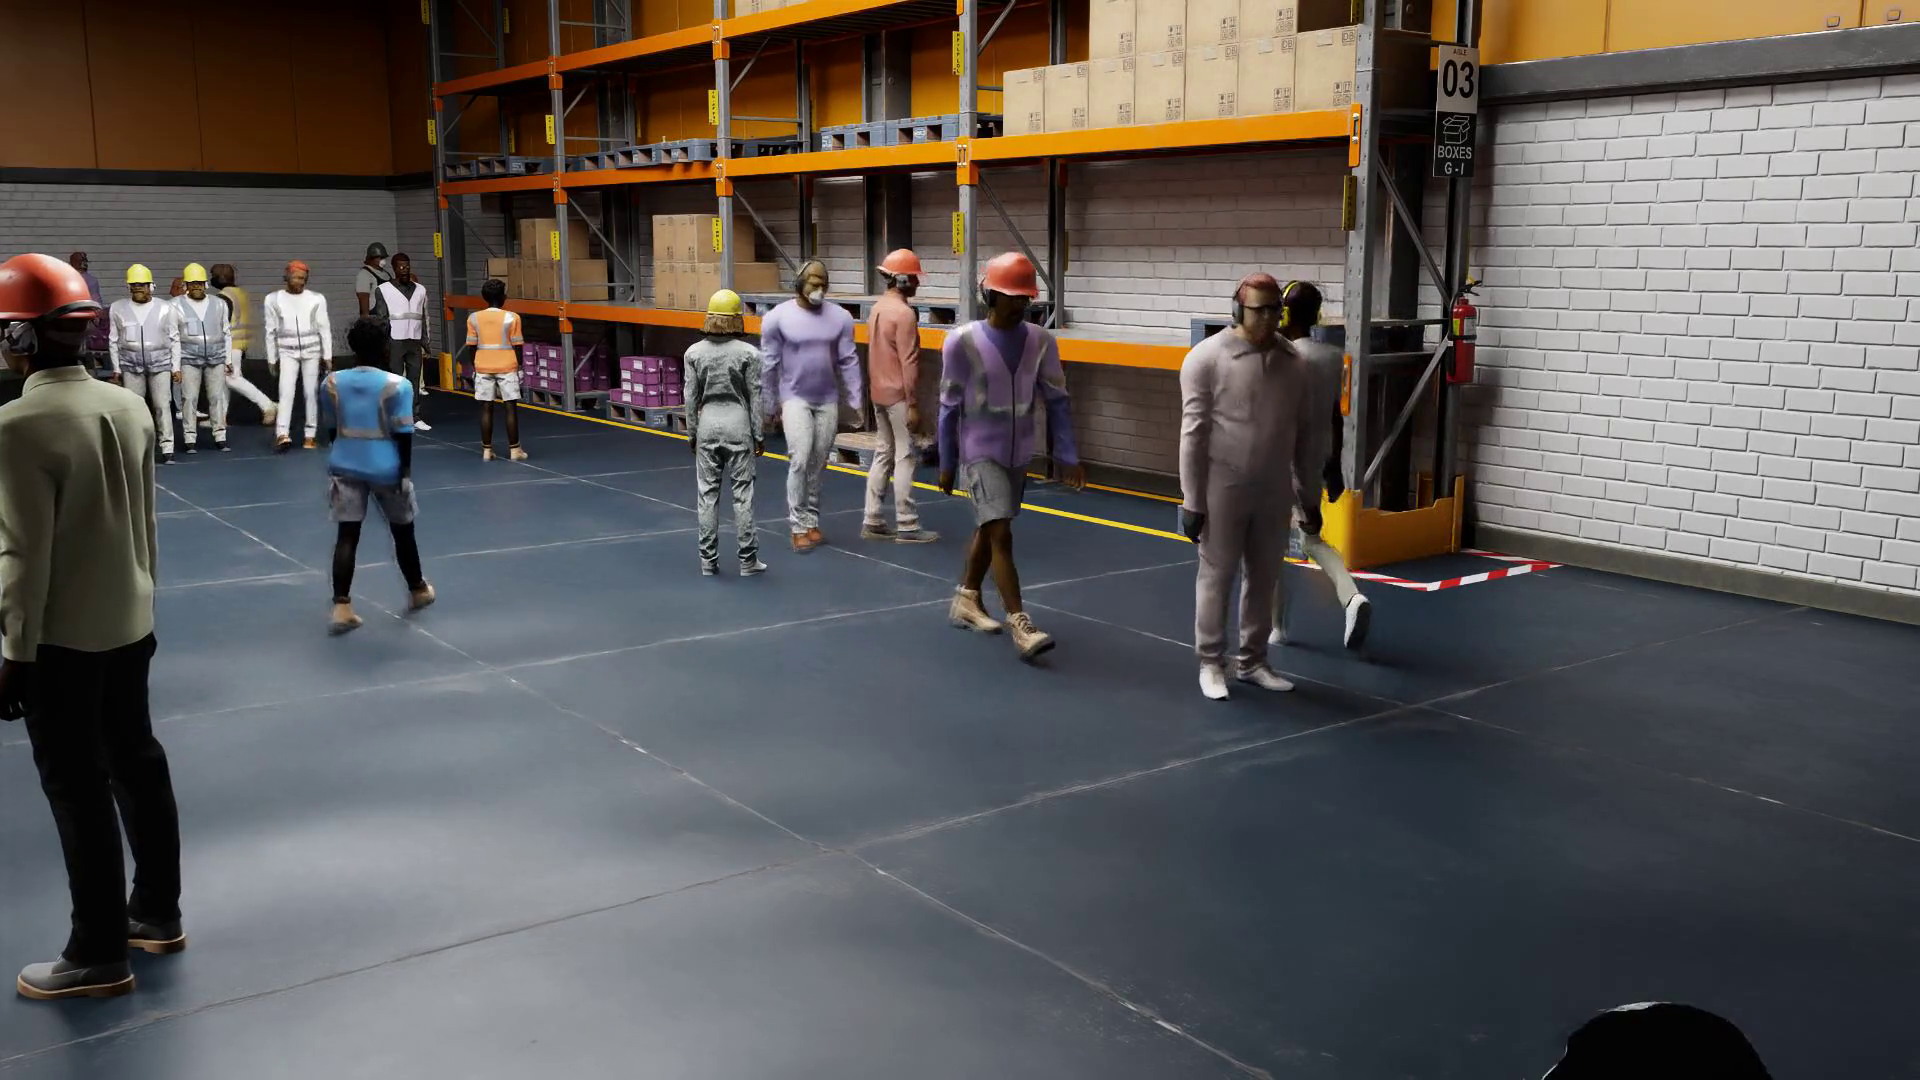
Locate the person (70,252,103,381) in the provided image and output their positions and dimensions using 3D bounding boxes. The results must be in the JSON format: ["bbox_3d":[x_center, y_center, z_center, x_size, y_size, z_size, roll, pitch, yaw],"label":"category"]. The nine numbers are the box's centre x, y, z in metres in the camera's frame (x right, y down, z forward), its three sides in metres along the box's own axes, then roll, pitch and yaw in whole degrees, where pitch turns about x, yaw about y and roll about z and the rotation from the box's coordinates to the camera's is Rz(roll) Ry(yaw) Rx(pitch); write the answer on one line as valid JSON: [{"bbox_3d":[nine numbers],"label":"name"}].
[{"bbox_3d":[-11.977,-2.981,22.763,0.648,1.907,0.409,2,10,11],"label":"person"}]

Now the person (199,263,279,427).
[{"bbox_3d":[-7.948,-2.123,18.229,0.851,1.814,0.635,-1,10,-8],"label":"person"}]

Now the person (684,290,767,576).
[{"bbox_3d":[-1.424,-0.648,10.152,0.492,1.742,0.316,1,10,8],"label":"person"}]

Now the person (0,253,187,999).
[{"bbox_3d":[-2.390,0.236,4.493,0.387,1.992,0.626,1,10,6],"label":"person"}]

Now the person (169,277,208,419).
[{"bbox_3d":[-8.949,-2.214,19.227,0.279,1.634,0.499,1,10,7],"label":"person"}]

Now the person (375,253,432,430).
[{"bbox_3d":[-5.995,-2.124,17.927,0.376,1.917,0.600,8,13,38],"label":"person"}]

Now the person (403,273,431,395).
[{"bbox_3d":[-7.300,-2.733,22.138,0.499,1.632,0.285,-7,12,-33],"label":"person"}]

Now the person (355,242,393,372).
[{"bbox_3d":[-7.929,-3.056,22.806,0.536,2.000,0.688,2,10,11],"label":"person"}]

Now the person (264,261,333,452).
[{"bbox_3d":[-6.389,-1.761,16.106,0.603,1.843,0.854,-5,11,-26],"label":"person"}]

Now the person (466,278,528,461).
[{"bbox_3d":[-4.298,-1.570,15.438,0.536,1.699,0.322,1,10,5],"label":"person"}]

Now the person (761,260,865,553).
[{"bbox_3d":[-0.953,-0.872,10.952,0.631,1.904,0.731,-5,11,-27],"label":"person"}]

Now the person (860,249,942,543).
[{"bbox_3d":[-0.435,-0.957,11.271,0.572,1.989,0.647,-5,11,-26],"label":"person"}]

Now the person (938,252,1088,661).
[{"bbox_3d":[0.231,-0.420,8.244,0.637,1.973,1.077,-5,11,-28],"label":"person"}]

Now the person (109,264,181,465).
[{"bbox_3d":[-7.408,-1.583,15.136,0.586,1.835,0.404,-4,11,-22],"label":"person"}]

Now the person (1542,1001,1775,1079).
[{"bbox_3d":[0.577,0.913,0.892,0.481,1.928,0.673,-5,11,-26],"label":"person"}]

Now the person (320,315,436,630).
[{"bbox_3d":[-3.145,-0.371,8.883,0.541,1.646,0.893,1,10,4],"label":"person"}]

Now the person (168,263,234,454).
[{"bbox_3d":[-7.318,-1.744,16.043,0.600,1.829,0.404,-7,12,-36],"label":"person"}]

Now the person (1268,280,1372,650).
[{"bbox_3d":[1.708,-0.349,8.203,0.518,1.851,0.725,-6,12,-29],"label":"person"}]

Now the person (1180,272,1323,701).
[{"bbox_3d":[1.300,-0.234,7.407,0.670,1.903,0.401,-4,11,-21],"label":"person"}]
